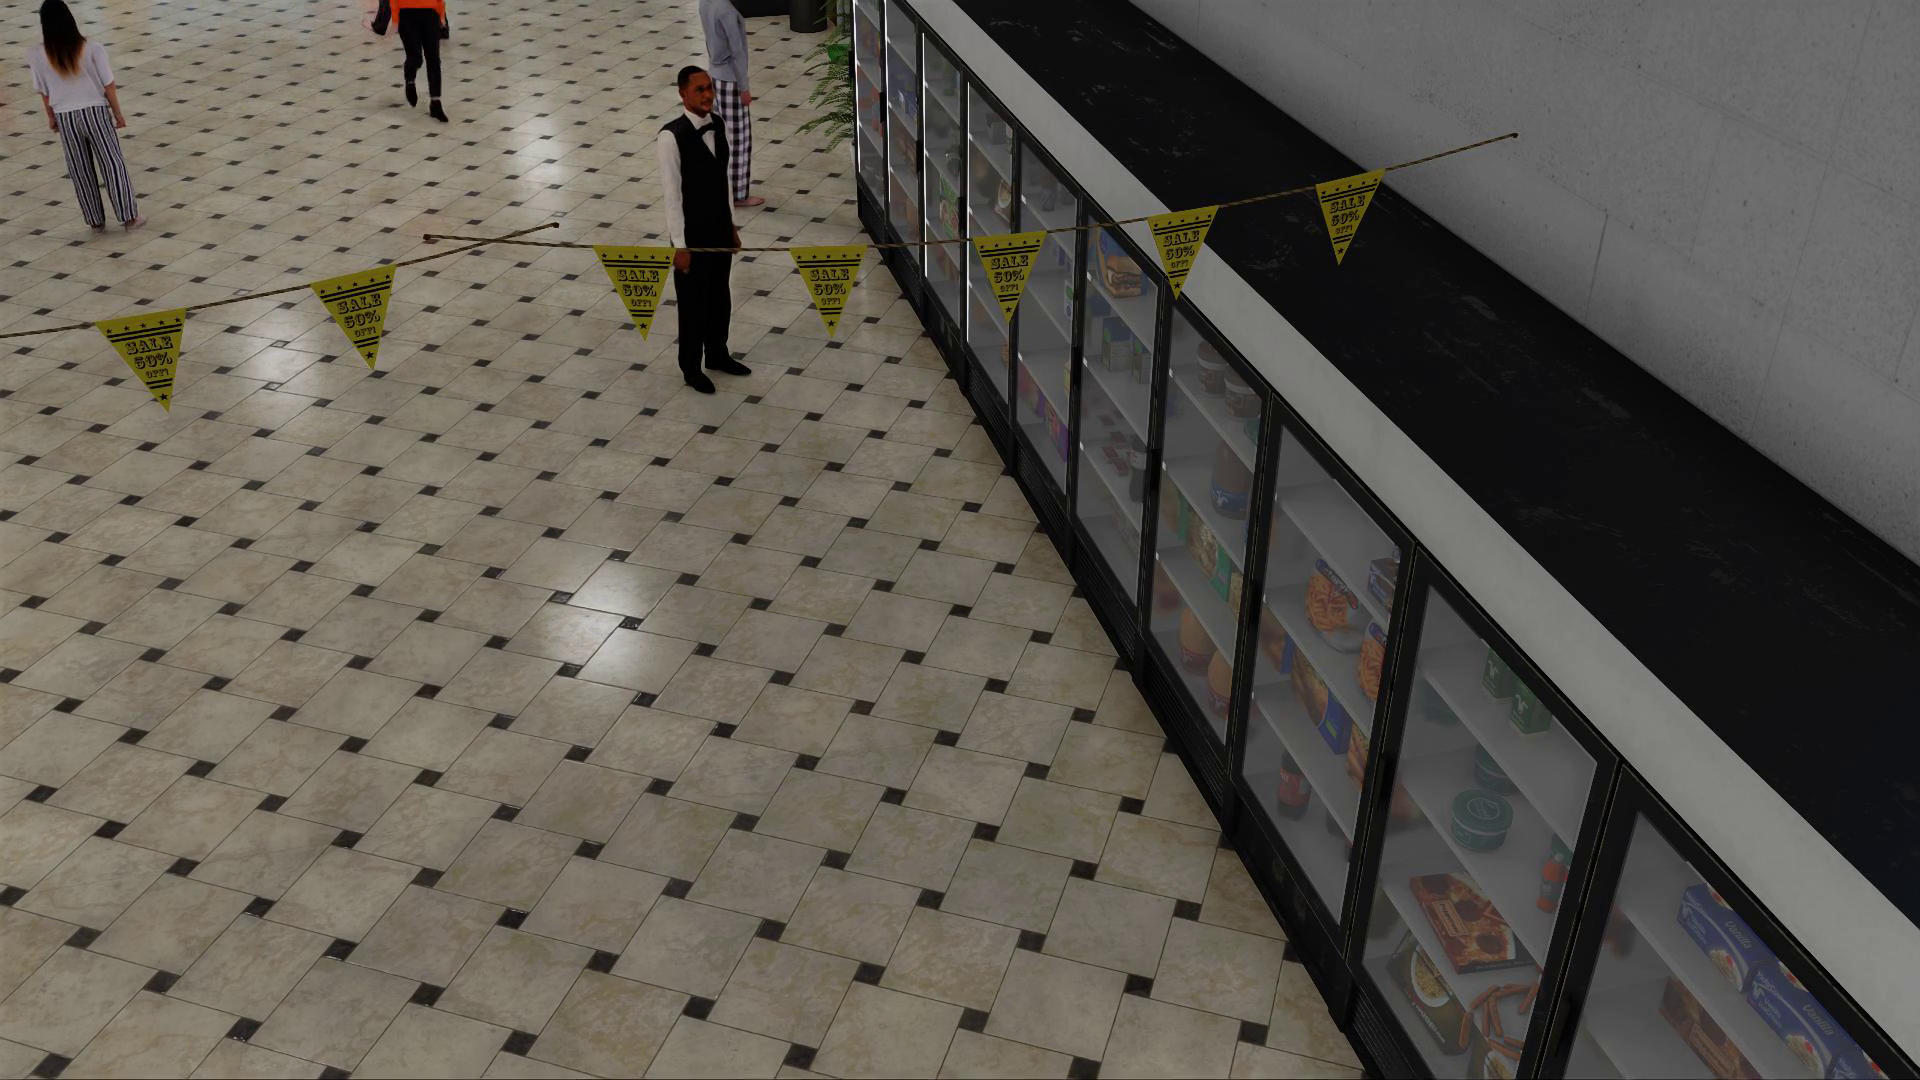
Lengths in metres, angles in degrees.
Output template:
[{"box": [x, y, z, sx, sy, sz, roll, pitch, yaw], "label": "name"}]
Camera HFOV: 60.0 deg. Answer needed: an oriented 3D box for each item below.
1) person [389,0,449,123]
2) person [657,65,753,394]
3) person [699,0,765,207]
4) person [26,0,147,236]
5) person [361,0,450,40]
[{"box": [-4.659, -4.456, 14.167, 0.823, 1.736, 0.857, -24, 39, -33], "label": "person"}, {"box": [-1.524, -1.835, 9.783, 0.843, 1.918, 0.748, 22, 38, 31], "label": "person"}, {"box": [-1.734, -3.419, 12.395, 0.639, 1.847, 0.684, -19, 36, -27], "label": "person"}, {"box": [-6.284, -3.025, 11.919, 0.532, 1.682, 0.731, -7, 33, -11], "label": "person"}, {"box": [-5.329, -5.746, 16.165, 1.266, 1.816, 1.094, 10, 33, 16], "label": "person"}]
